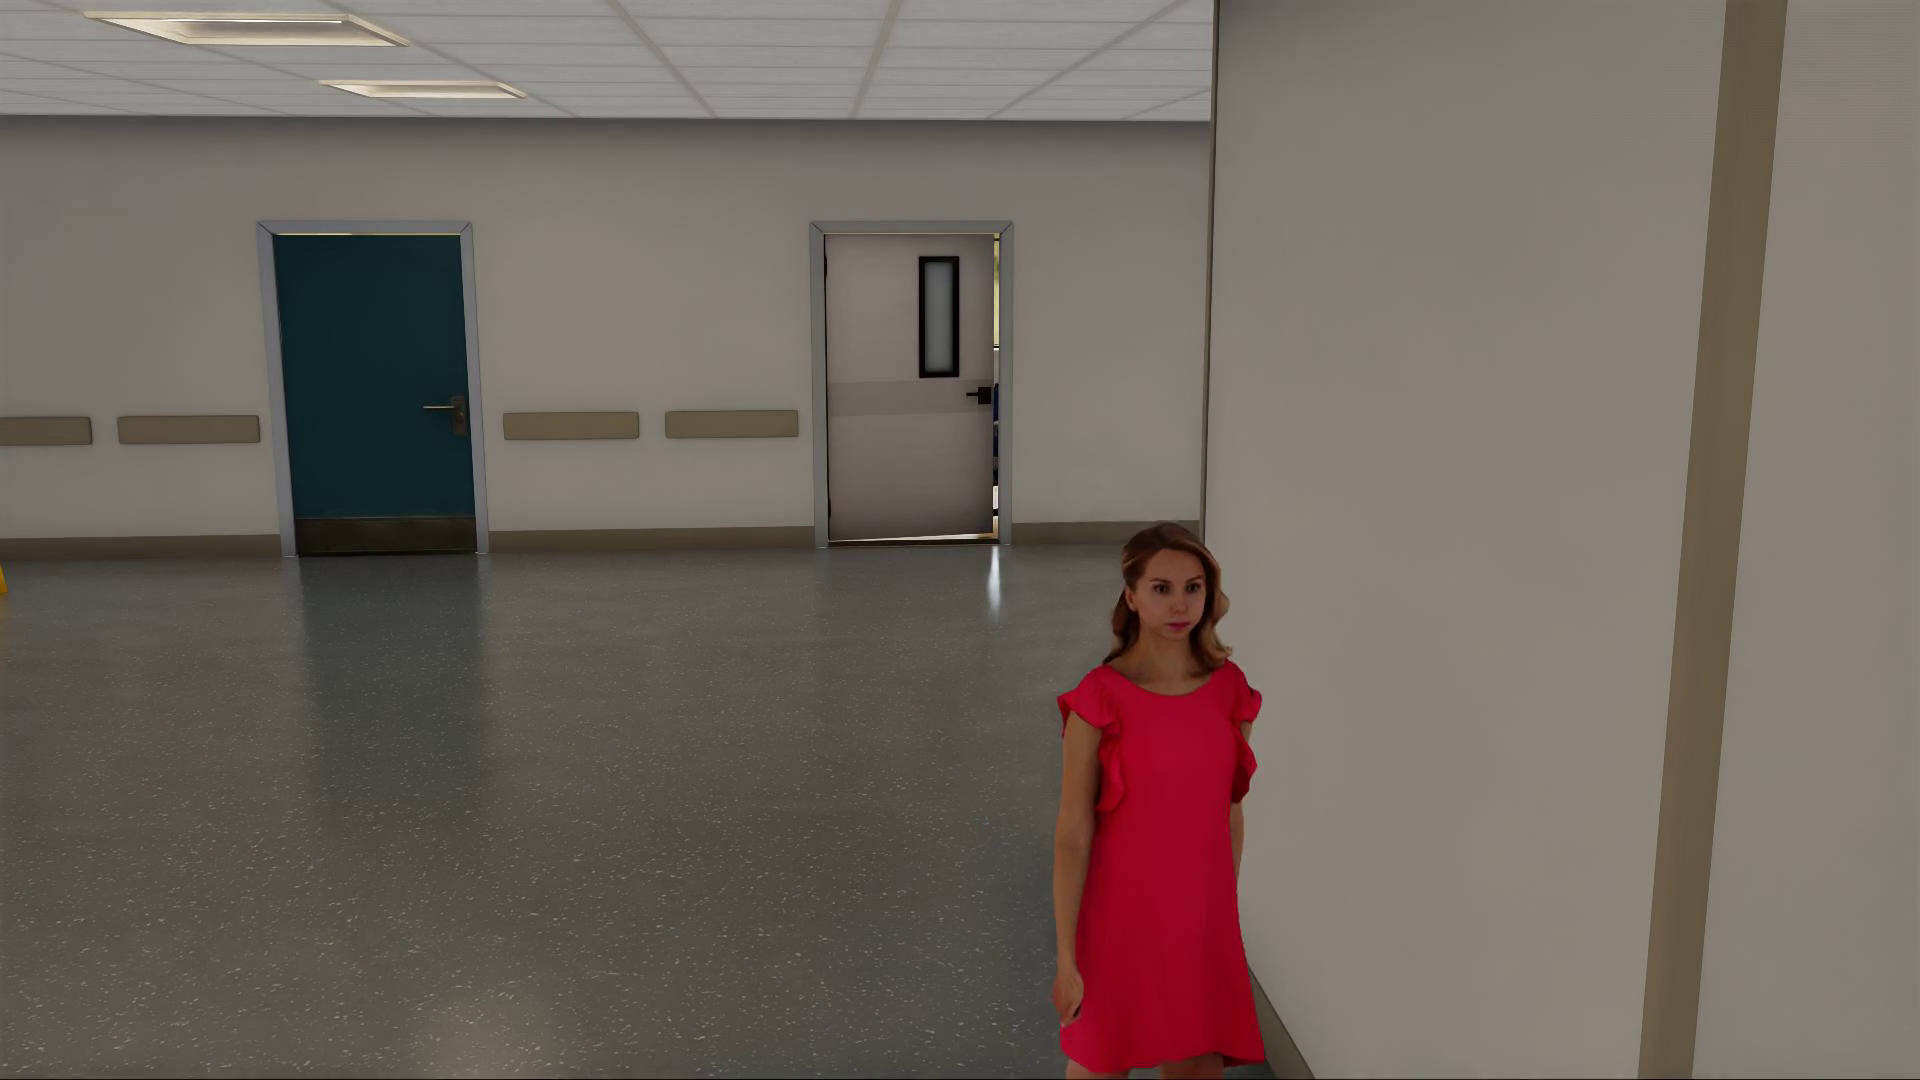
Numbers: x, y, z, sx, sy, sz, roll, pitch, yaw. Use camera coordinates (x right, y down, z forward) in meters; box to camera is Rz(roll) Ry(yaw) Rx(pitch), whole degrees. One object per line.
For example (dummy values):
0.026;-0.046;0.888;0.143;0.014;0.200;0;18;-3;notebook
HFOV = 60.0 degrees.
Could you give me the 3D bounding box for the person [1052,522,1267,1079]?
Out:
0.364;0.804;3.471;0.999;1.685;0.744;-2;11;-12;person
